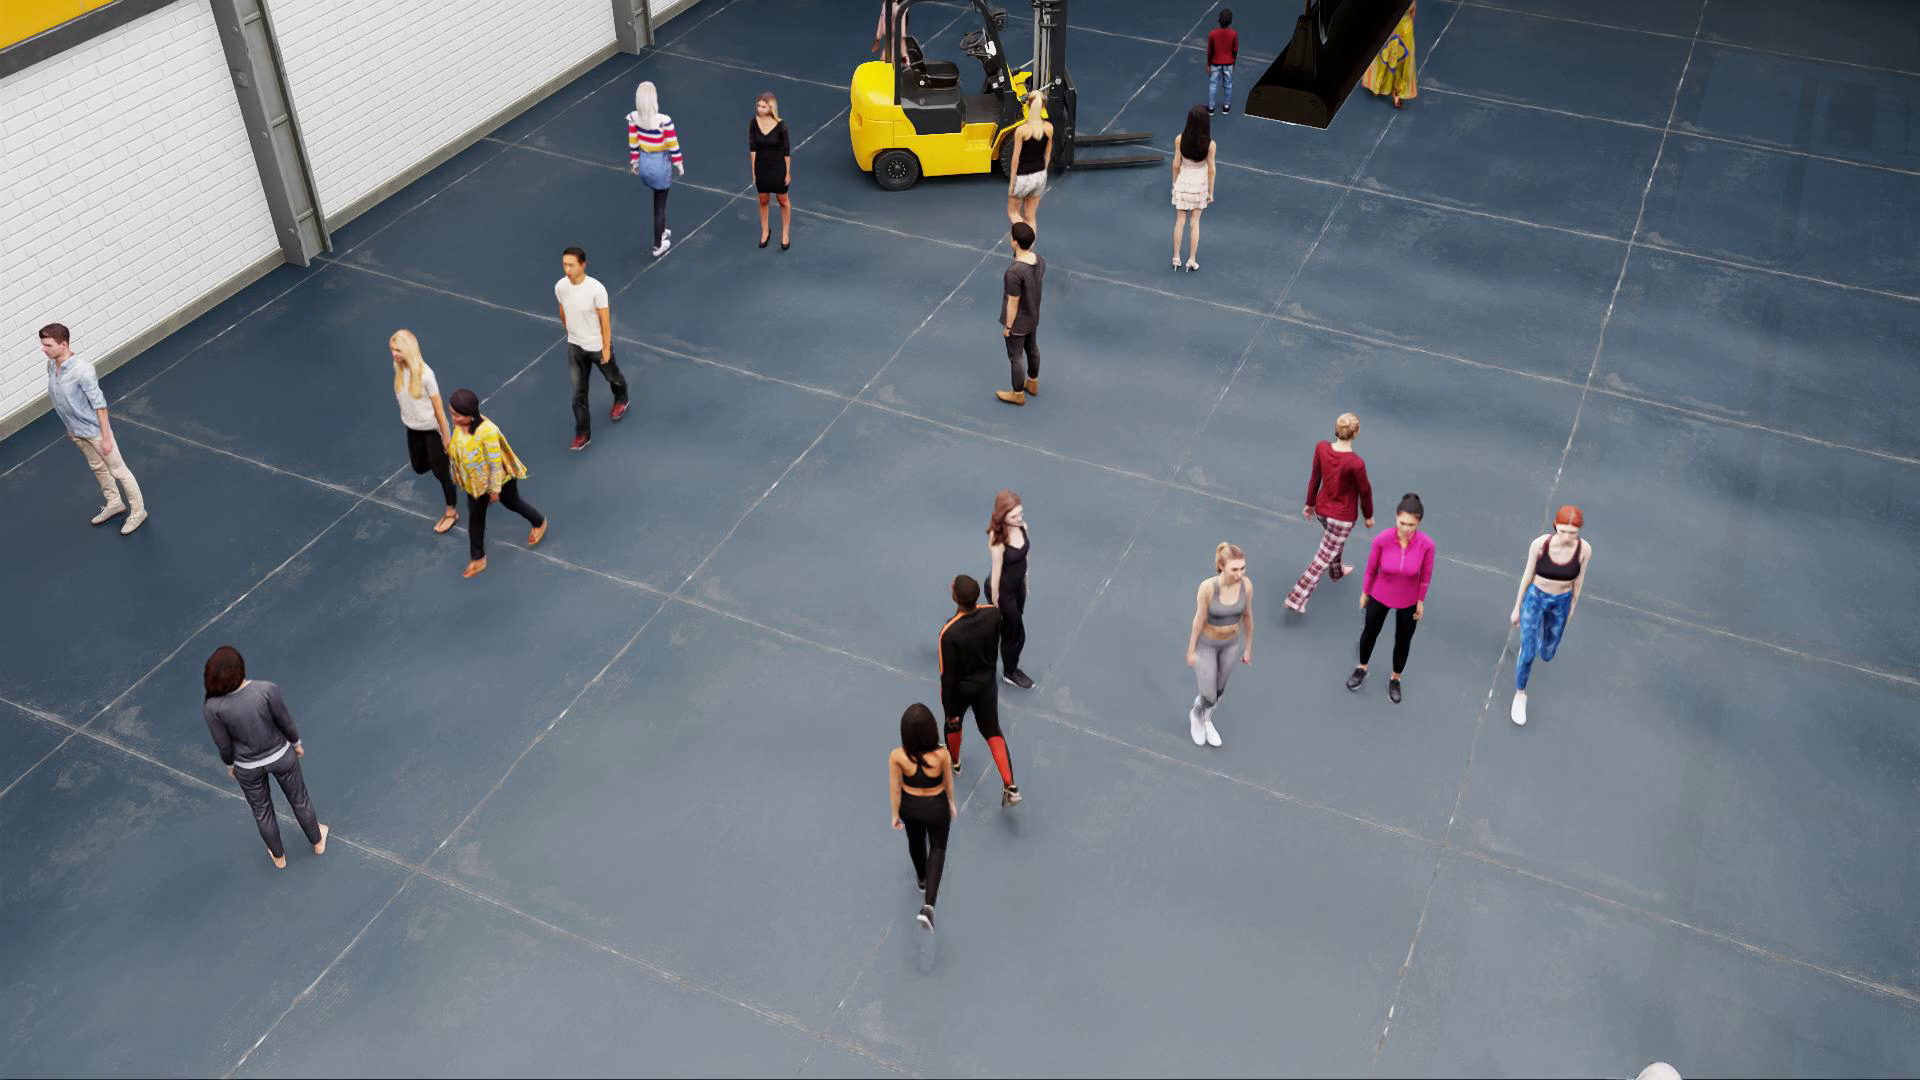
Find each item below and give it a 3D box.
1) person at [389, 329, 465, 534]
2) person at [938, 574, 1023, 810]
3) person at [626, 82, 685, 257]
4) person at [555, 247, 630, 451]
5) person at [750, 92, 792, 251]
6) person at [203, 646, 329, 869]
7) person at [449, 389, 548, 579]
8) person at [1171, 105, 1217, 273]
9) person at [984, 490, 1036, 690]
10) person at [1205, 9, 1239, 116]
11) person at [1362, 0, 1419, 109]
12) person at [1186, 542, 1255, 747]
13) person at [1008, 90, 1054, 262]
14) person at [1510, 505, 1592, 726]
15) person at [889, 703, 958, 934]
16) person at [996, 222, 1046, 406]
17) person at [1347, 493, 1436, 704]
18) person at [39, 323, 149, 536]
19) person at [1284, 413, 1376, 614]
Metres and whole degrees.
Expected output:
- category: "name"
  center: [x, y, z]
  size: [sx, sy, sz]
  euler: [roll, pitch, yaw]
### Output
- category: "person"
  center: [-4.131, -0.917, 13.092]
  size: [0.616, 1.817, 0.808]
  euler: [16, 41, 19]
- category: "person"
  center: [0.121, 0.995, 10.726]
  size: [1.113, 1.784, 1.107]
  euler: [-17, 42, -21]
- category: "person"
  center: [-3.074, -3.654, 16.540]
  size: [0.669, 1.792, 0.685]
  euler: [14, 41, 17]
- category: "person"
  center: [-3.087, -1.705, 14.135]
  size: [0.834, 1.758, 1.201]
  euler: [7, 39, 9]
- category: "person"
  center: [-1.889, -3.712, 16.706]
  size: [0.589, 1.676, 0.540]
  euler: [7, 39, 9]
- category: "person"
  center: [-4.318, 1.340, 10.306]
  size: [0.664, 1.768, 0.753]
  euler: [-18, 42, -21]
- category: "person"
  center: [-3.537, -0.503, 12.738]
  size: [0.779, 1.612, 1.072]
  euler: [23, 44, 26]
- category: "person"
  center: [2.264, -3.434, 16.310]
  size: [0.589, 1.736, 0.530]
  euler: [14, 41, 16]
- category: "person"
  center: [0.241, 0.322, 11.616]
  size: [0.666, 1.723, 0.881]
  euler: [16, 41, 20]
- category: "person"
  center: [3.050, -5.569, 19.367]
  size: [0.576, 1.256, 0.592]
  euler: [0, 39, 0]
- category: "person"
  center: [5.093, -6.016, 19.633]
  size: [1.017, 1.633, 1.129]
  euler: [-1, 39, -1]
- category: "person"
  center: [1.698, 0.673, 11.202]
  size: [0.693, 1.693, 0.749]
  euler: [-11, 40, -14]
- category: "person"
  center: [0.729, -3.494, 16.312]
  size: [0.802, 1.825, 0.866]
  euler: [-19, 42, -22]
- category: "person"
  center: [4.013, 0.432, 11.450]
  size: [0.716, 1.769, 0.964]
  euler: [6, 39, 8]
- category: "person"
  center: [-0.217, 1.675, 9.995]
  size: [0.772, 1.632, 1.010]
  euler: [1, 39, 2]
- category: "person"
  center: [0.546, -1.975, 14.499]
  size: [0.737, 1.714, 0.564]
  euler: [28, 46, 30]
- category: "person"
  center: [3.012, 0.376, 11.577]
  size: [0.640, 1.698, 0.635]
  euler: [10, 40, 12]
- category: "person"
  center: [-6.820, -0.892, 13.037]
  size: [0.646, 1.847, 0.547]
  euler: [18, 42, 21]
- category: "person"
  center: [2.726, -0.167, 12.279]
  size: [1.168, 1.661, 0.953]
  euler: [-25, 45, -28]
